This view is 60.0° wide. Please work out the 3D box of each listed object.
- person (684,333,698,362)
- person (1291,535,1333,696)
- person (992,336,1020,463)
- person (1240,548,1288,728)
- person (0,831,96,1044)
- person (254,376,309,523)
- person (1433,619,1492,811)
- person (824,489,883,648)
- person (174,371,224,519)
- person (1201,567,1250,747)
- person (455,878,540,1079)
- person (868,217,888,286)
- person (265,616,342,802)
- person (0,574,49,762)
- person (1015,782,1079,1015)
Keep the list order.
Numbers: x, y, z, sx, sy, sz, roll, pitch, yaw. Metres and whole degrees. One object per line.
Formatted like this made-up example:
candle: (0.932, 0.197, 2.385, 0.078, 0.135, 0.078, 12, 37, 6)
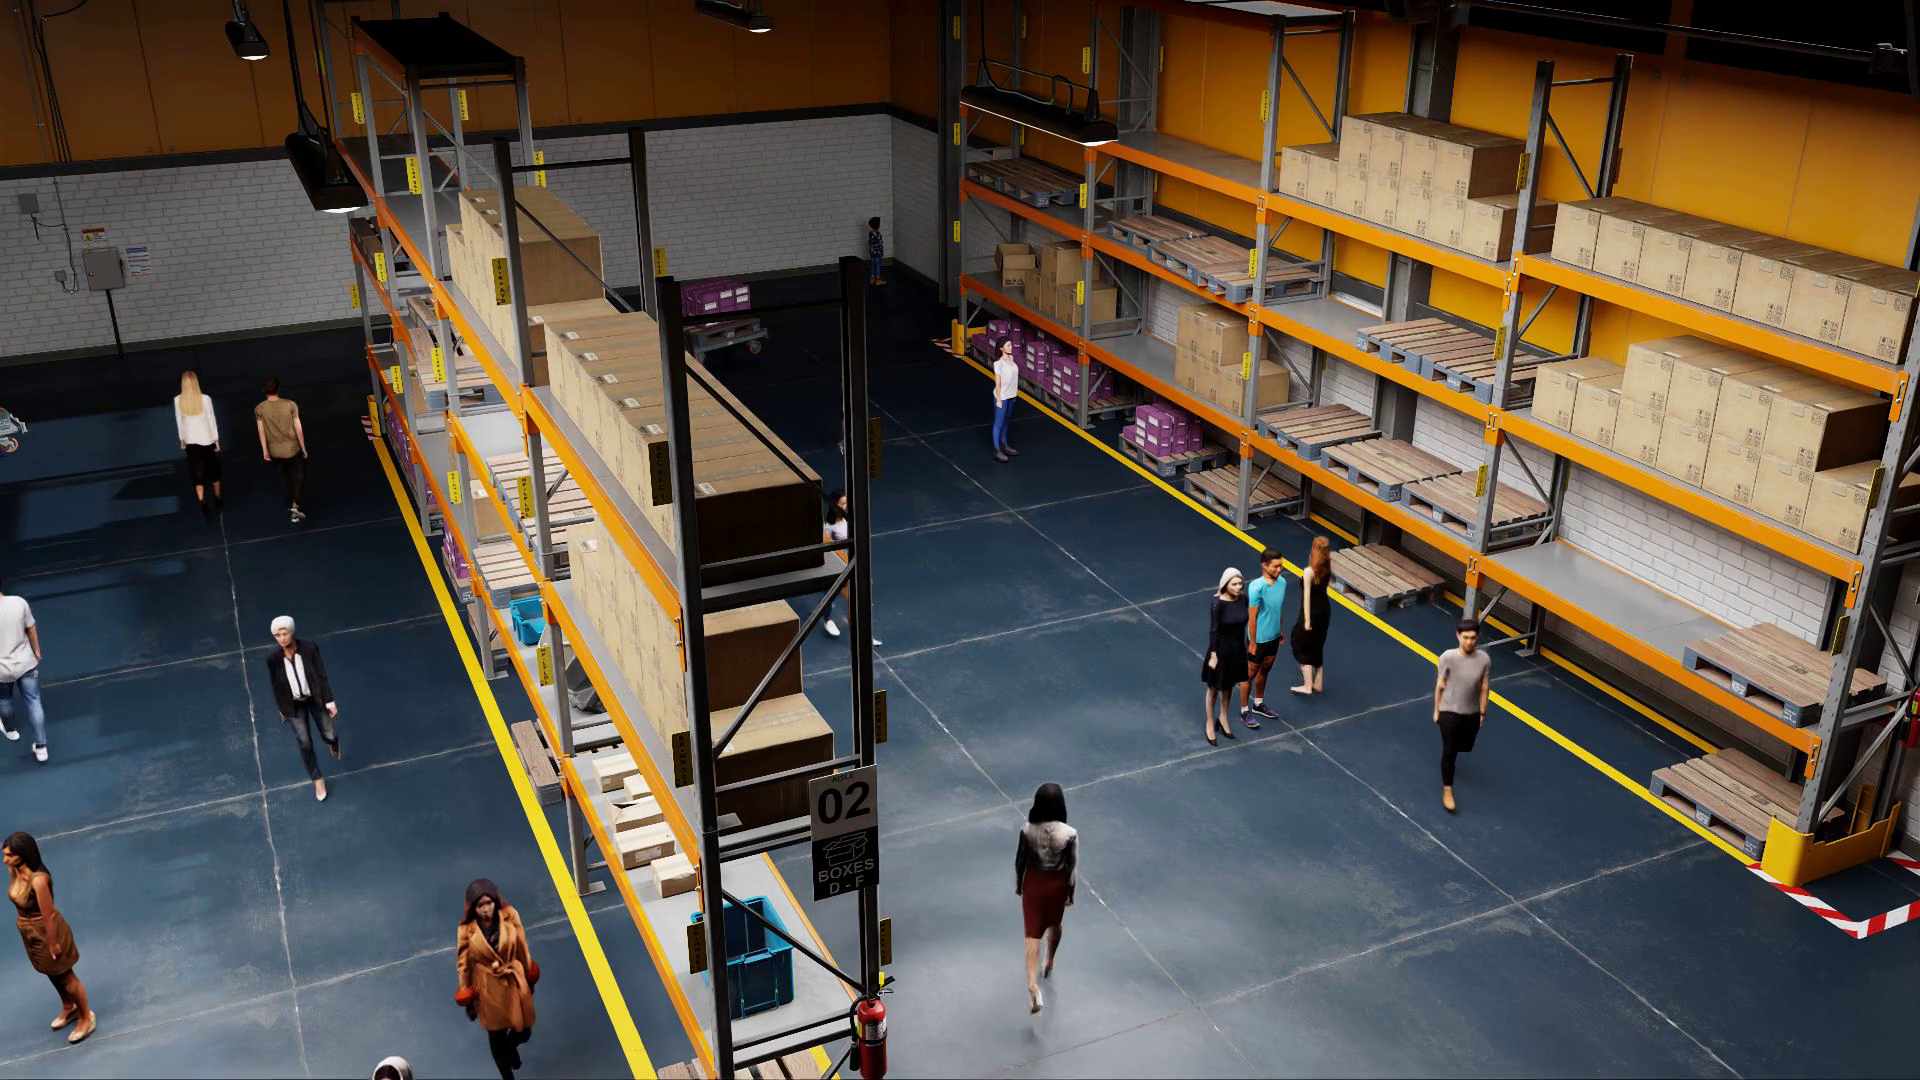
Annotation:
person: (-3.562, -1.903, 22.130, 0.969, 1.702, 0.885, 10, 26, 22)
person: (3.478, 0.766, 16.162, 0.693, 1.592, 0.703, 17, 29, 33)
person: (0.579, -1.885, 22.110, 0.714, 1.685, 0.681, 12, 26, 25)
person: (2.844, 0.892, 15.645, 0.663, 1.774, 0.606, -18, 30, -36)
person: (-6.343, 2.740, 11.531, 0.597, 1.683, 0.699, 16, 28, 32)
person: (-8.146, -1.061, 20.024, 0.782, 1.846, 0.873, -4, 24, -9)
person: (4.345, 1.443, 14.476, 0.917, 1.700, 1.115, 2, 24, 4)
person: (-1.270, 0.279, 17.158, 0.819, 1.685, 1.208, -17, 29, -34)
person: (-9.234, -1.118, 20.170, 0.723, 1.833, 1.087, -7, 25, -15)
person: (2.459, 1.055, 15.307, 0.608, 1.746, 0.576, -13, 27, -27)
person: (-3.080, 2.942, 11.036, 0.705, 1.711, 0.748, -11, 26, -23)
person: (-1.544, -5.313, 30.495, 0.623, 1.250, 0.529, -21, 31, -39)
person: (-5.648, 1.389, 14.532, 0.816, 1.765, 0.900, -6, 24, -14)
person: (-8.509, 1.143, 14.968, 0.893, 1.858, 1.154, -20, 30, -38)
person: (0.606, 2.572, 11.862, 0.949, 1.726, 1.142, 2, 24, 5)
